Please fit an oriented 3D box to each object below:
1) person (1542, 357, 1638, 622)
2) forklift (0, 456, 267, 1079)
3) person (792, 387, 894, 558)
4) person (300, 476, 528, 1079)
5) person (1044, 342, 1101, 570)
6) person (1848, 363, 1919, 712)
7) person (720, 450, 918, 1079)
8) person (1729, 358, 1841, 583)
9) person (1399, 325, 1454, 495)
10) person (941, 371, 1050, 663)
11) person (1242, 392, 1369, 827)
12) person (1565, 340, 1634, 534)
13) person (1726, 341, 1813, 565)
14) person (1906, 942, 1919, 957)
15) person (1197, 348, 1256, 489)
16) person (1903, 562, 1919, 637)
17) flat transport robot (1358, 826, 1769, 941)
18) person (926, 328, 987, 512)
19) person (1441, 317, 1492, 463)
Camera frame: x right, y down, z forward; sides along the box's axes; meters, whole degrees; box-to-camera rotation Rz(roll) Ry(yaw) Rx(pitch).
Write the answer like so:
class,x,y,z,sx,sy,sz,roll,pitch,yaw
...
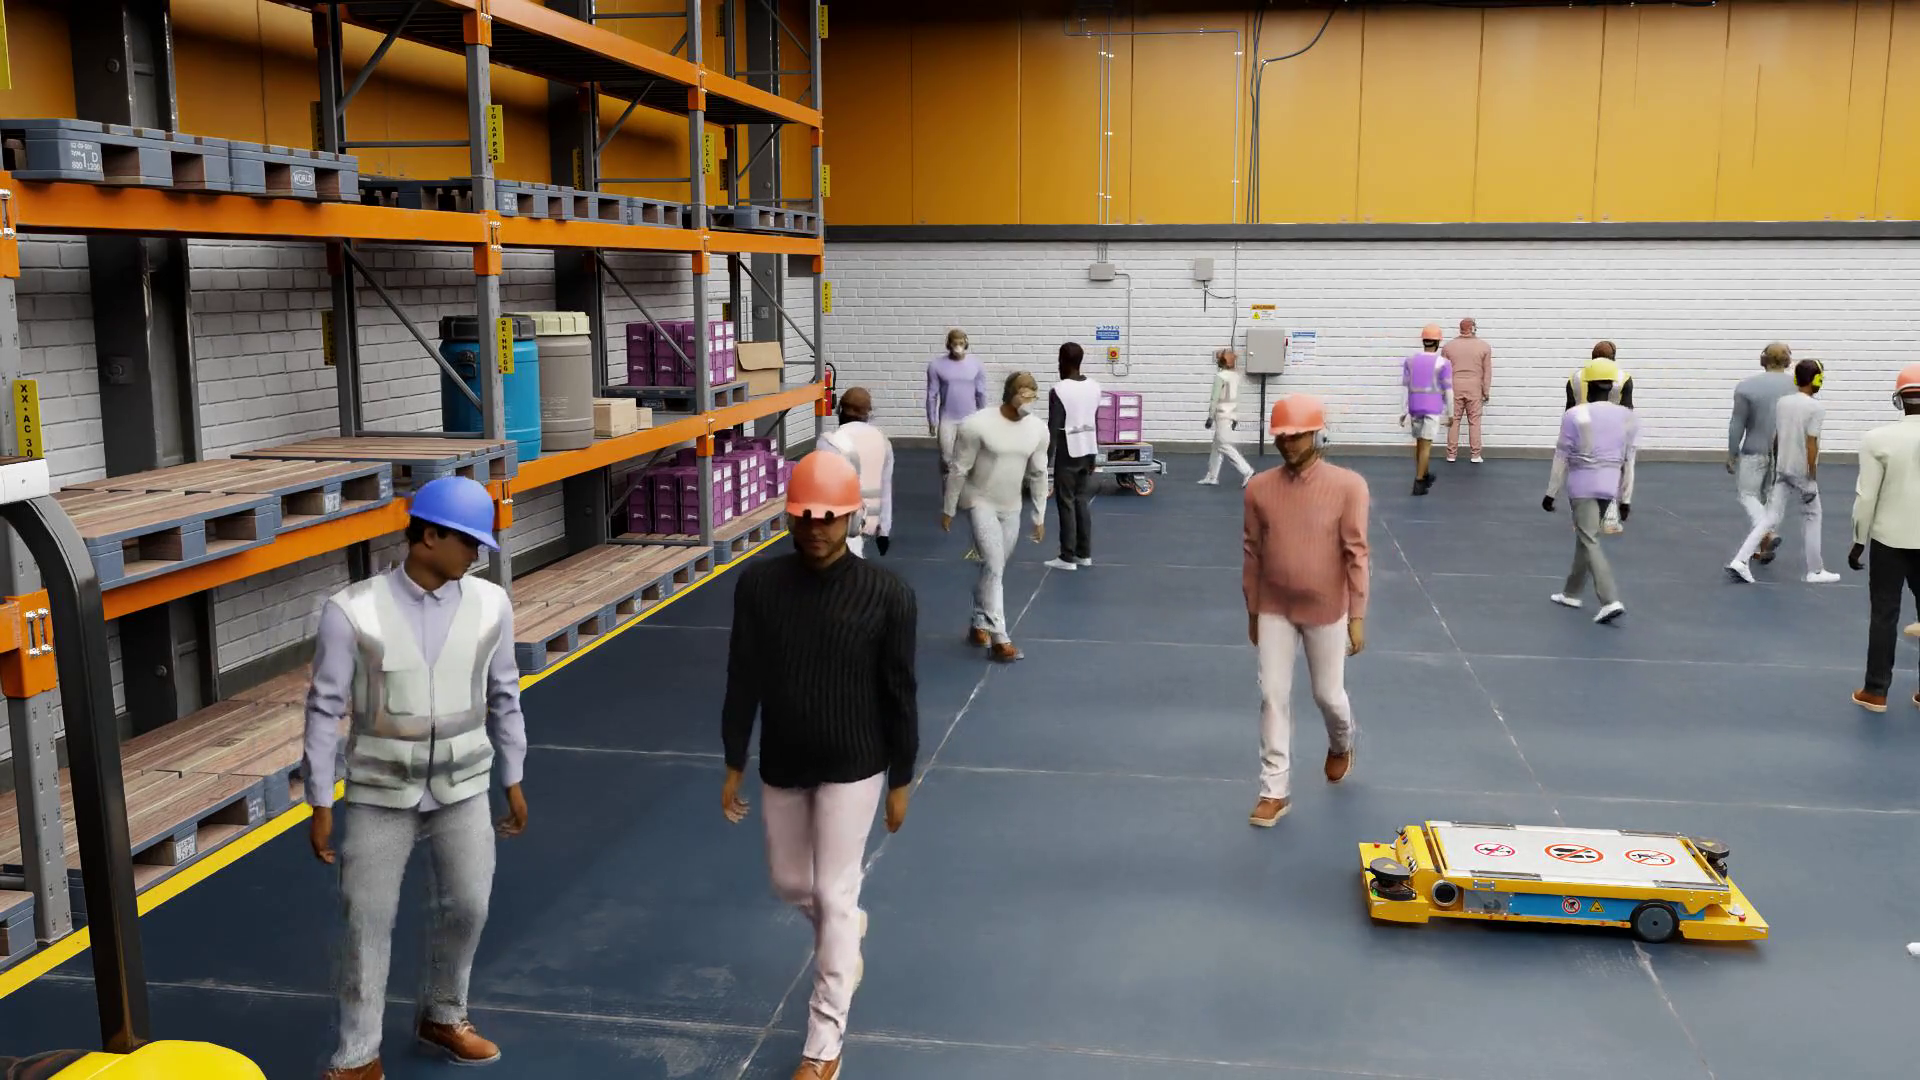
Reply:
class,x,y,z,sx,sy,sz,roll,pitch,yaw
person,4.598,-0.374,12.021,0.585,1.891,0.955,-3,10,-17
forklift,-2.328,0.975,2.765,2.313,2.155,1.214,1,9,9
person,-0.718,-0.068,10.489,0.847,1.785,0.631,5,10,27
person,-1.715,0.761,5.047,0.802,1.902,0.377,-5,11,-29
person,0.939,-0.700,13.959,0.413,1.916,0.611,8,12,40
person,5.379,-0.005,9.438,0.612,1.990,0.392,2,9,13
person,-0.417,0.681,5.257,0.617,1.971,0.866,3,10,19
person,6.630,-0.541,13.255,0.945,1.829,0.555,-3,10,-16
person,5.320,-1.474,18.788,0.567,1.890,0.958,7,12,39
person,0.273,-0.162,10.786,0.657,1.866,0.942,-6,11,-31
person,1.605,0.291,7.689,0.618,1.969,0.812,5,10,29
person,6.121,-0.985,15.936,0.624,1.844,0.430,7,12,37
person,6.815,-0.709,13.981,0.633,1.923,0.707,1,9,4
person,3.915,0.777,5.834,0.839,1.593,0.511,2,9,13
person,3.097,-1.405,19.204,0.742,1.614,0.513,5,11,30
person,6.630,-0.321,11.230,0.696,2.000,0.537,-6,11,-33
flat transport robot,2.325,1.321,6.541,1.431,0.197,0.652,1,9,9
person,-0.036,-1.271,17.492,0.635,1.923,0.689,0,9,-3
person,6.589,-1.948,21.685,0.642,1.905,0.399,4,10,22
